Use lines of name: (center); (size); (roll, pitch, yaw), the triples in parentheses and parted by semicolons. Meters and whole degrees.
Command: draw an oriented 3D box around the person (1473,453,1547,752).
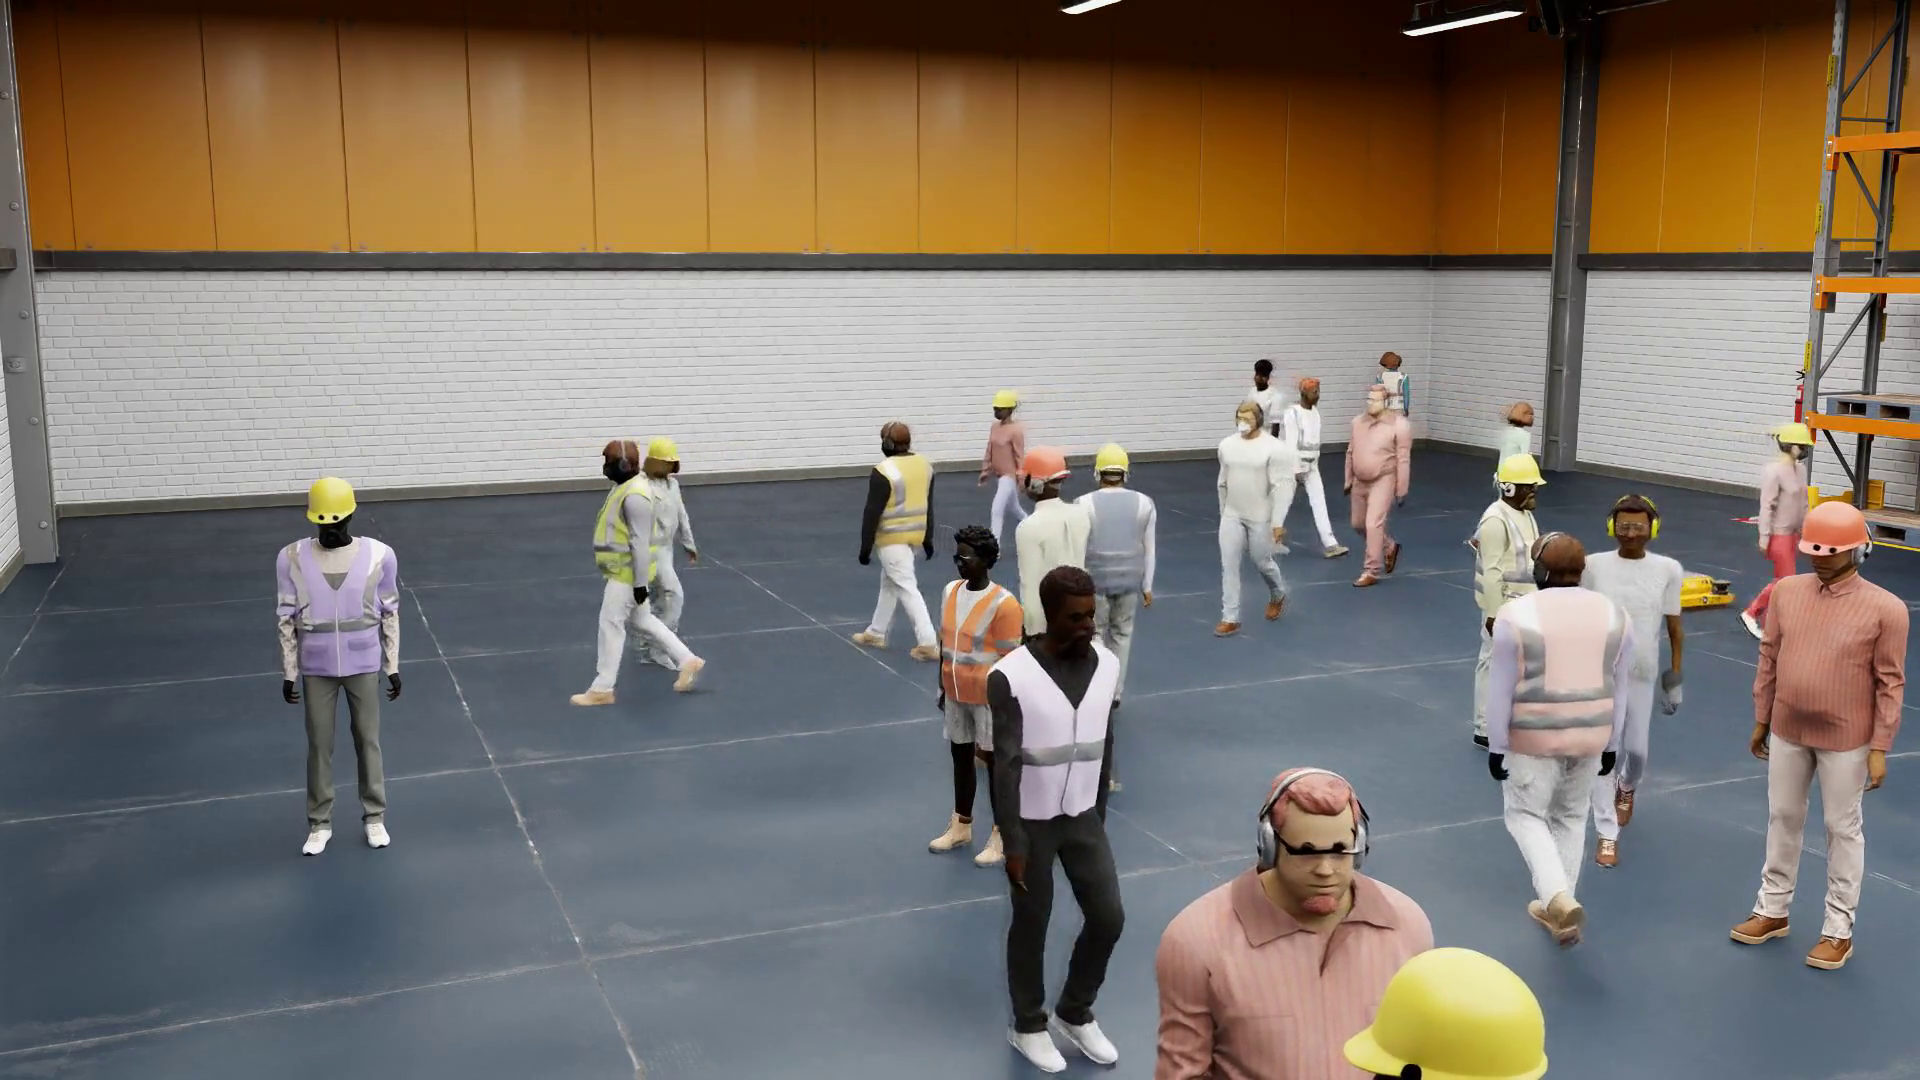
person: (3.361, 0.380, 10.170); (0.403, 1.832, 0.594); (7, 12, 35)

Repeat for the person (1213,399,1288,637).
person: (2.380, -0.202, 13.479); (0.641, 1.909, 0.917); (7, 12, 38)

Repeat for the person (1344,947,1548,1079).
person: (0.775, 1.572, 2.654); (0.373, 1.928, 0.584); (1, 9, 4)

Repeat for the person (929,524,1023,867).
person: (0.078, 0.763, 8.261); (0.532, 1.696, 0.318); (9, 13, 44)

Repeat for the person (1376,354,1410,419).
person: (6.474, -1.957, 24.915); (0.516, 1.641, 0.308); (5, 11, 29)

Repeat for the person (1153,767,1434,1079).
person: (0.745, 1.421, 3.642); (0.655, 1.905, 0.407); (-2, 10, -12)

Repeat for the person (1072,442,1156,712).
person: (0.996, 0.275, 10.859); (0.598, 1.816, 0.585); (-1, 9, -7)

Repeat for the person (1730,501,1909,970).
person: (3.652, 0.814, 7.073); (0.390, 1.986, 0.609); (-6, 11, -34)

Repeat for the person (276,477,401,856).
person: (-3.125, 0.630, 8.402); (0.585, 1.917, 0.381); (-3, 10, -18)

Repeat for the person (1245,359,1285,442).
person: (3.456, -1.143, 19.217); (1.025, 1.887, 0.679); (-7, 11, -35)

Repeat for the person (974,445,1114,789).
person: (0.484, 0.434, 9.497); (0.606, 1.946, 1.038); (-9, 13, -43)

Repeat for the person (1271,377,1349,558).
person: (3.517, -0.732, 16.913); (0.579, 1.830, 0.988); (-7, 11, -35)

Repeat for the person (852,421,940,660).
person: (-0.468, -0.002, 12.613); (0.950, 1.798, 0.641); (7, 12, 36)

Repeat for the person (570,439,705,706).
person: (-2.194, 0.208, 11.287); (0.879, 1.812, 0.635); (-3, 10, -16)

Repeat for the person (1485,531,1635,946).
person: (2.595, 0.882, 7.176); (0.638, 1.822, 0.618); (-1, 9, -4)

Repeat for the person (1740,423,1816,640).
person: (6.457, -0.045, 12.999); (0.529, 1.755, 0.362); (-8, 12, -40)

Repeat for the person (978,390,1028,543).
person: (0.510, -0.657, 16.783); (0.894, 1.725, 0.526); (-5, 10, -27)

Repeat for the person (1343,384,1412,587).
person: (3.905, -0.525, 15.500); (0.712, 1.884, 0.649); (-7, 12, -37)

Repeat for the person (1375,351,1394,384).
person: (6.633, -2.116, 25.897); (0.277, 1.632, 0.502); (-3, 10, -16)

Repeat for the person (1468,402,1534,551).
person: (5.613, -0.623, 16.977); (0.847, 1.594, 0.512); (-1, 9, -6)

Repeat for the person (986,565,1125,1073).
person: (0.362, 1.030, 6.052); (0.595, 1.897, 0.523); (-6, 11, -32)

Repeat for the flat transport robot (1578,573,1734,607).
flat transport robot: (6.153, 0.367, 14.966); (0.652, 0.197, 1.431); (-4, 10, -21)

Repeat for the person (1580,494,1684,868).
person: (3.386, 0.662, 8.447); (0.524, 1.846, 0.841); (3, 10, 20)

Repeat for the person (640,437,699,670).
person: (-2.148, 0.099, 12.218); (0.585, 1.720, 0.505); (2, 10, 12)
